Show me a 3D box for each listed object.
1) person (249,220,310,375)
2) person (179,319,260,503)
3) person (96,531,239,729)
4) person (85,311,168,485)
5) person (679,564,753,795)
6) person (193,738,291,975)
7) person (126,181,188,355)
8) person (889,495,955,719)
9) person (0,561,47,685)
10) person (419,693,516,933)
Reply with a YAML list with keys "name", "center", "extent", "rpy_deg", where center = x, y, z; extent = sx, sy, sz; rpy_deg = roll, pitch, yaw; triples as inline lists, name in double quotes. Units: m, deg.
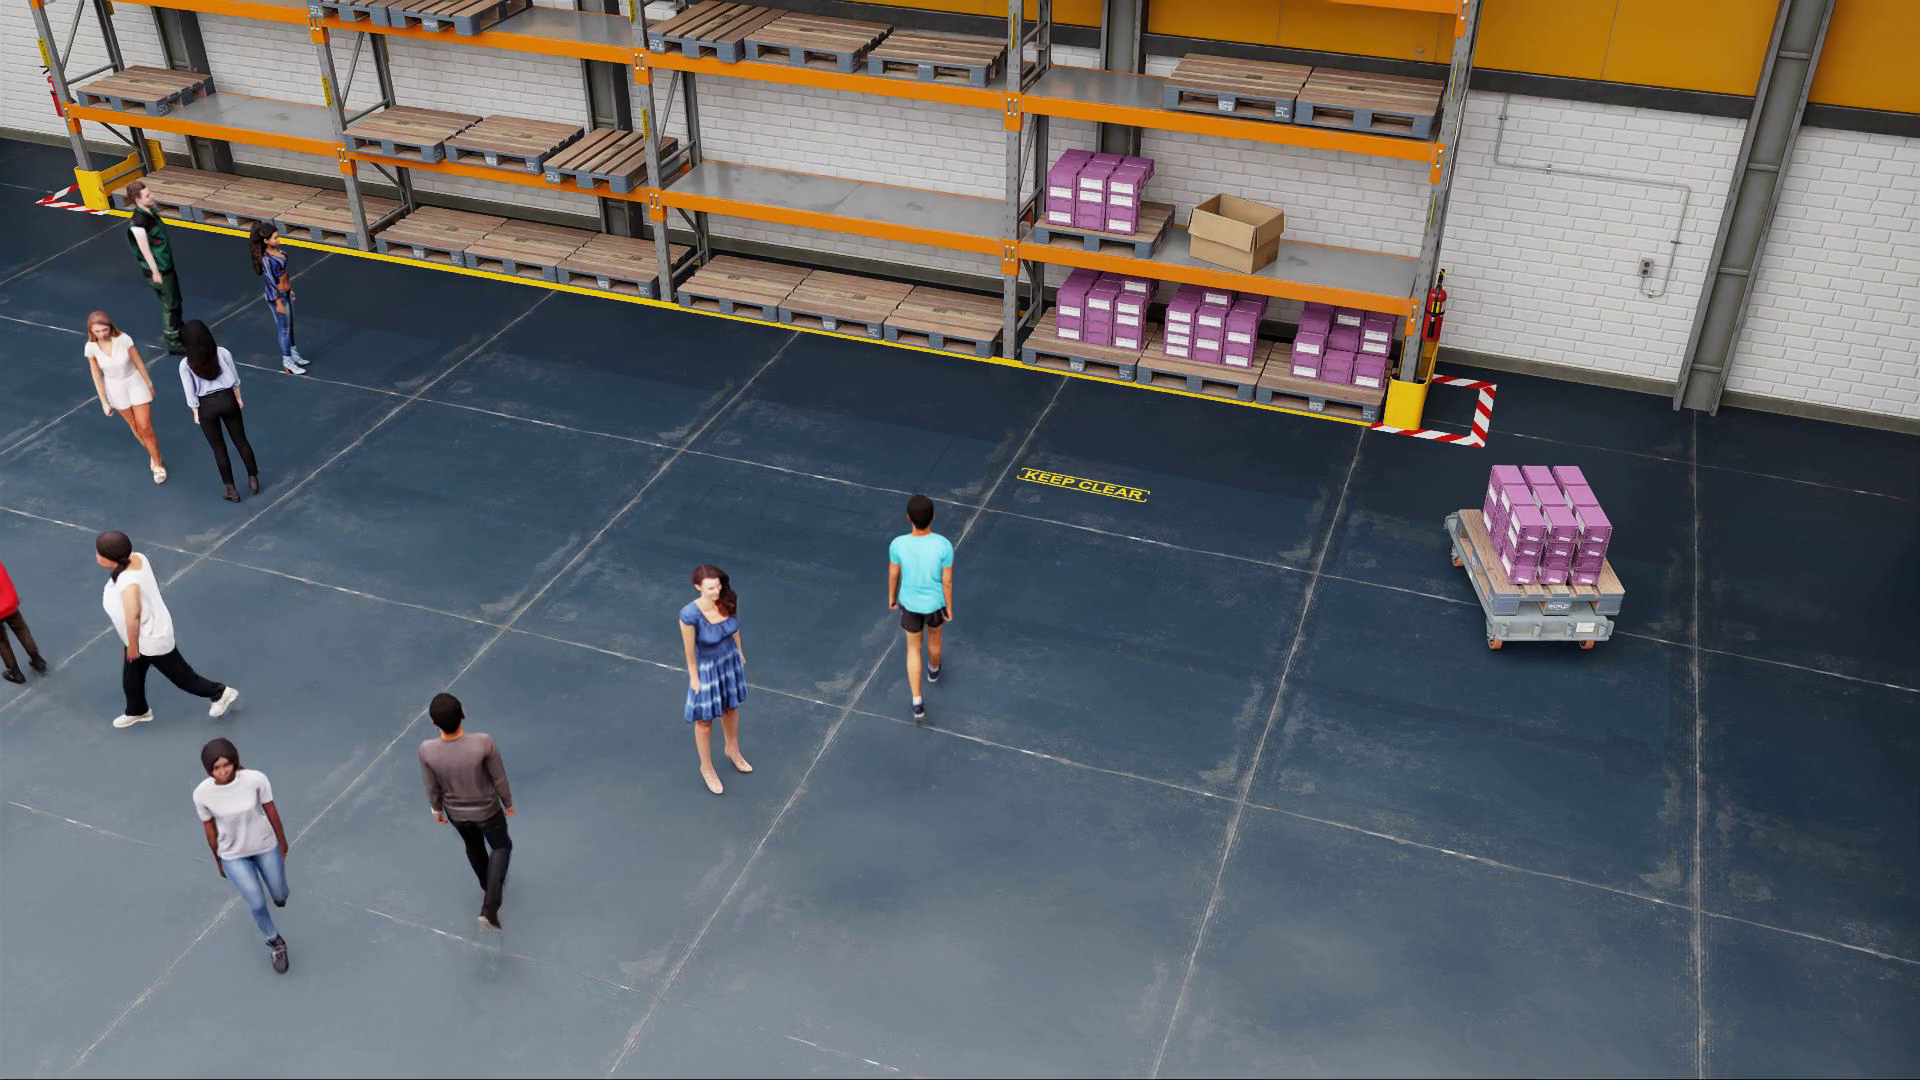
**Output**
- name: "person"
  center: [-6.803, -2.435, 16.634]
  extent: [0.701, 1.625, 0.691]
  rpy_deg: [-5, 34, -8]
- name: "person"
  center: [-6.502, -1.140, 14.578]
  extent: [0.711, 1.744, 0.725]
  rpy_deg: [29, 43, 36]
- name: "person"
  center: [-5.776, 0.667, 11.945]
  extent: [1.174, 1.649, 1.110]
  rpy_deg: [-14, 36, -20]
- name: "person"
  center: [-7.496, -1.365, 14.991]
  extent: [0.839, 1.662, 0.883]
  rpy_deg: [-11, 35, -16]
- name: "person"
  center: [-1.665, 0.933, 11.404]
  extent: [0.708, 1.805, 0.743]
  rpy_deg: [26, 41, 33]
- name: "person"
  center: [-4.329, 1.848, 10.118]
  extent: [0.896, 1.704, 0.953]
  rpy_deg: [-14, 36, -20]
- name: "person"
  center: [-8.181, -2.792, 16.976]
  extent: [0.771, 1.840, 0.739]
  rpy_deg: [-8, 35, -12]
- name: "person"
  center: [-0.284, 0.509, 12.091]
  extent: [1.030, 1.749, 0.897]
  rpy_deg: [1, 34, 2]
- name: "person"
  center: [-7.227, 0.522, 12.496]
  extent: [0.591, 1.281, 0.578]
  rpy_deg: [26, 42, 33]
- name: "person"
  center: [-3.017, 1.705, 10.286]
  extent: [0.978, 1.756, 0.950]
  rpy_deg: [22, 39, 29]
